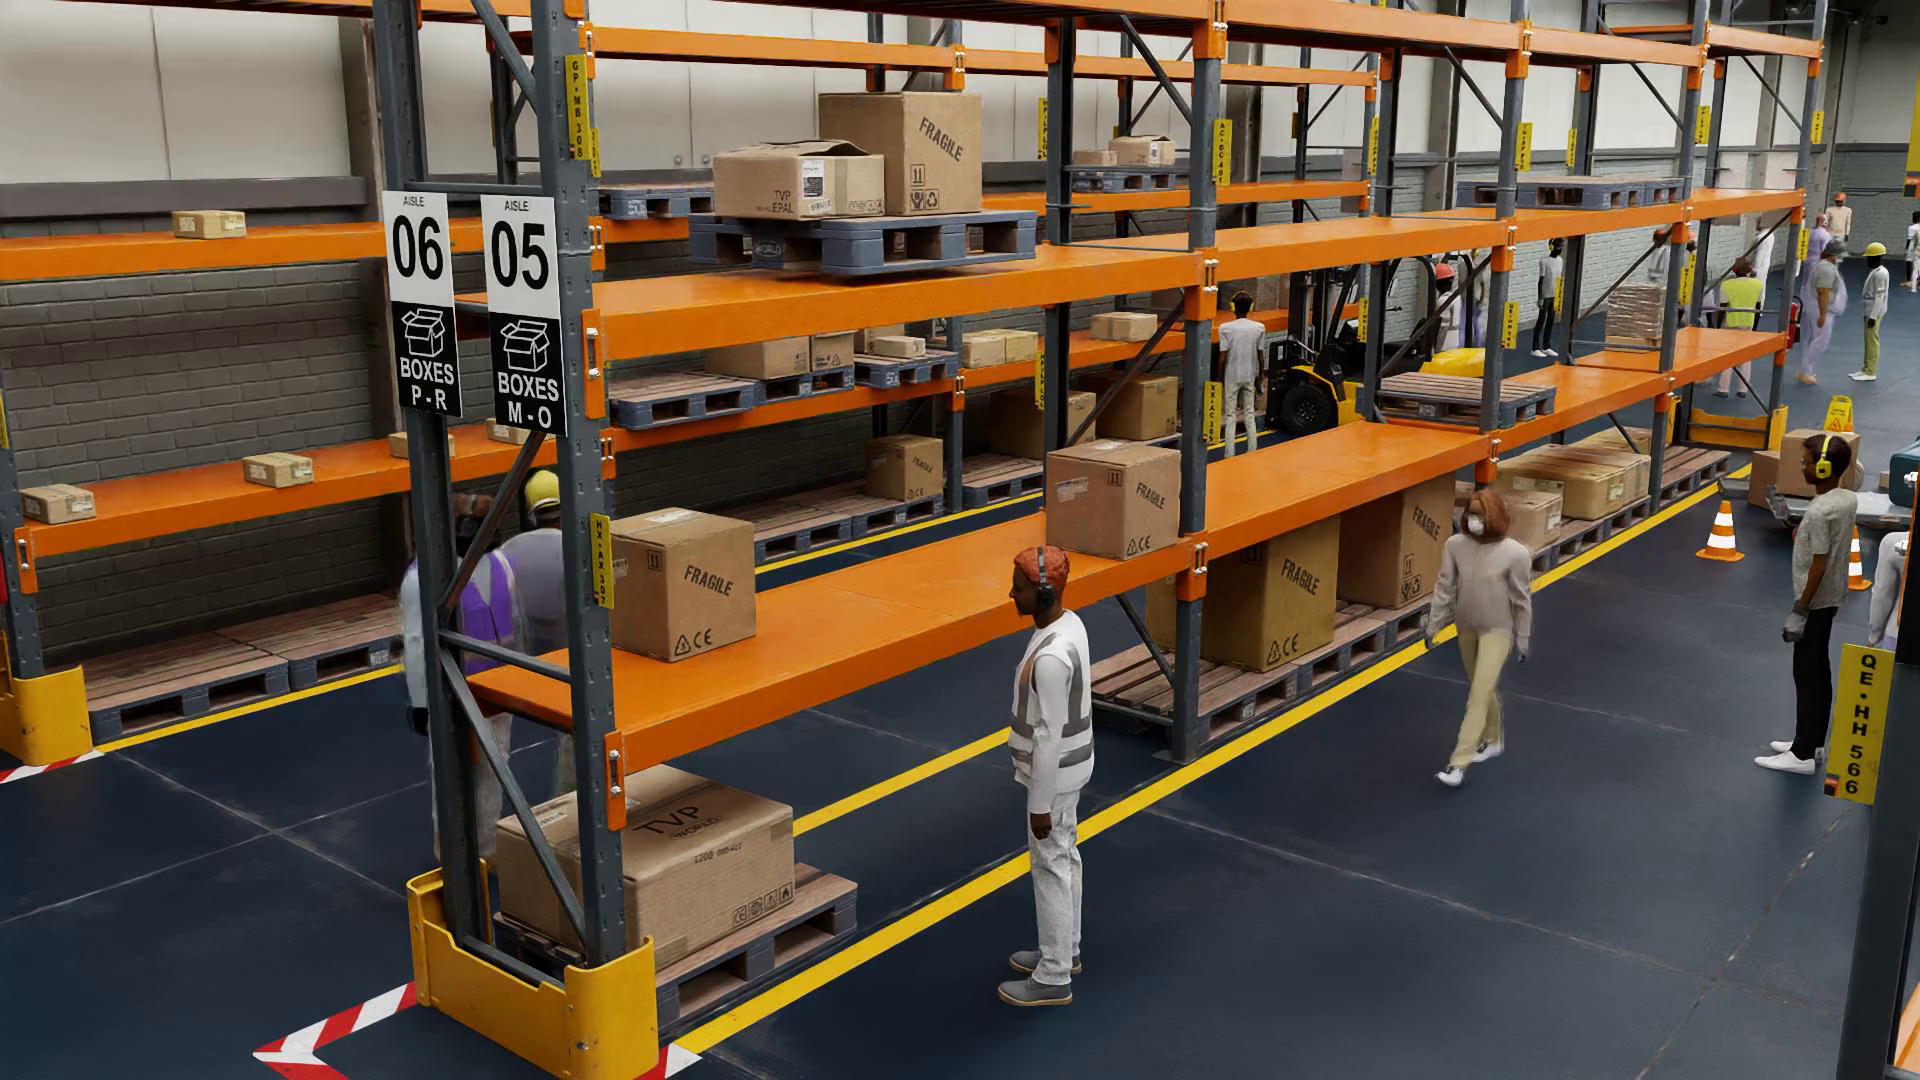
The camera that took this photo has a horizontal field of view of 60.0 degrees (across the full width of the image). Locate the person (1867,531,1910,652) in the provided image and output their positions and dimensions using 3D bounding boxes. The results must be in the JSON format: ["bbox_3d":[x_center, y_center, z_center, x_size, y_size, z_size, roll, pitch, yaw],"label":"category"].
[{"bbox_3d":[4.962,0.512,8.551,0.533,1.767,0.312,9,16,33],"label":"person"}]

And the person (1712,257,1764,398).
[{"bbox_3d":[10.183,-2.779,21.782,0.563,1.848,0.391,0,14,1],"label":"person"}]

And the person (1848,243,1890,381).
[{"bbox_3d":[12.774,-3.193,23.313,0.383,1.923,0.588,6,15,23],"label":"person"}]

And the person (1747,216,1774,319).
[{"bbox_3d":[14.915,-5.093,31.084,0.409,1.909,0.641,10,17,36],"label":"person"}]

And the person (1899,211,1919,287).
[{"bbox_3d":[21.513,-6.553,37.482,0.534,1.693,0.319,-5,15,-19],"label":"person"}]

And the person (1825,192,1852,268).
[{"bbox_3d":[21.393,-7.477,40.612,0.613,1.991,0.391,3,14,14],"label":"person"}]

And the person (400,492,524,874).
[{"bbox_3d":[-2.302,0.688,7.741,0.561,1.814,0.703,9,16,31],"label":"person"}]

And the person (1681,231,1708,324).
[{"bbox_3d":[13.111,-4.700,29.910,0.589,1.699,0.914,8,16,29],"label":"person"}]

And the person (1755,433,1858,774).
[{"bbox_3d":[4.610,0.347,9.011,0.328,1.870,0.521,13,19,41],"label":"person"}]

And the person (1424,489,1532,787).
[{"bbox_3d":[2.759,0.510,8.926,0.853,1.584,0.520,-11,18,-39],"label":"person"}]

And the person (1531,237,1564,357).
[{"bbox_3d":[9.142,-3.766,25.787,0.516,1.861,0.319,-9,16,-31],"label":"person"}]

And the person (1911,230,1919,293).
[{"bbox_3d":[20.943,-6.172,36.088,0.754,1.605,0.525,-11,18,-39],"label":"person"}]

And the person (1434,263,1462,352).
[{"bbox_3d":[5.673,-2.283,19.597,0.374,1.928,0.543,9,16,32],"label":"person"}]

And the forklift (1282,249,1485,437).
[{"bbox_3d":[4.886,-2.214,18.767,2.313,2.155,1.214,11,18,38],"label":"forklift"}]

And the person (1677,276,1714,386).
[{"bbox_3d":[9.945,-2.893,22.634,0.823,1.638,0.595,-2,14,-10],"label":"person"}]

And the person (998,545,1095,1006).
[{"bbox_3d":[0.350,0.932,6.614,0.359,1.880,0.575,2,14,9],"label":"person"}]

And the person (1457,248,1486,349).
[{"bbox_3d":[7.789,-3.619,25.311,0.543,1.810,1.005,11,18,39],"label":"person"}]

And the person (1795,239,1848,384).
[{"bbox_3d":[11.972,-3.194,23.073,0.542,2.000,0.883,4,14,15],"label":"person"}]

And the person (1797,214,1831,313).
[{"bbox_3d":[16.403,-5.276,31.857,0.398,1.898,0.646,-2,14,-10],"label":"person"}]

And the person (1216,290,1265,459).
[{"bbox_3d":[2.844,-1.604,16.955,0.534,1.868,0.309,-2,14,-10],"label":"person"}]

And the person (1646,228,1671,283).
[{"bbox_3d":[11.846,-4.332,28.109,0.533,1.856,0.599,-2,14,-8],"label":"person"}]
